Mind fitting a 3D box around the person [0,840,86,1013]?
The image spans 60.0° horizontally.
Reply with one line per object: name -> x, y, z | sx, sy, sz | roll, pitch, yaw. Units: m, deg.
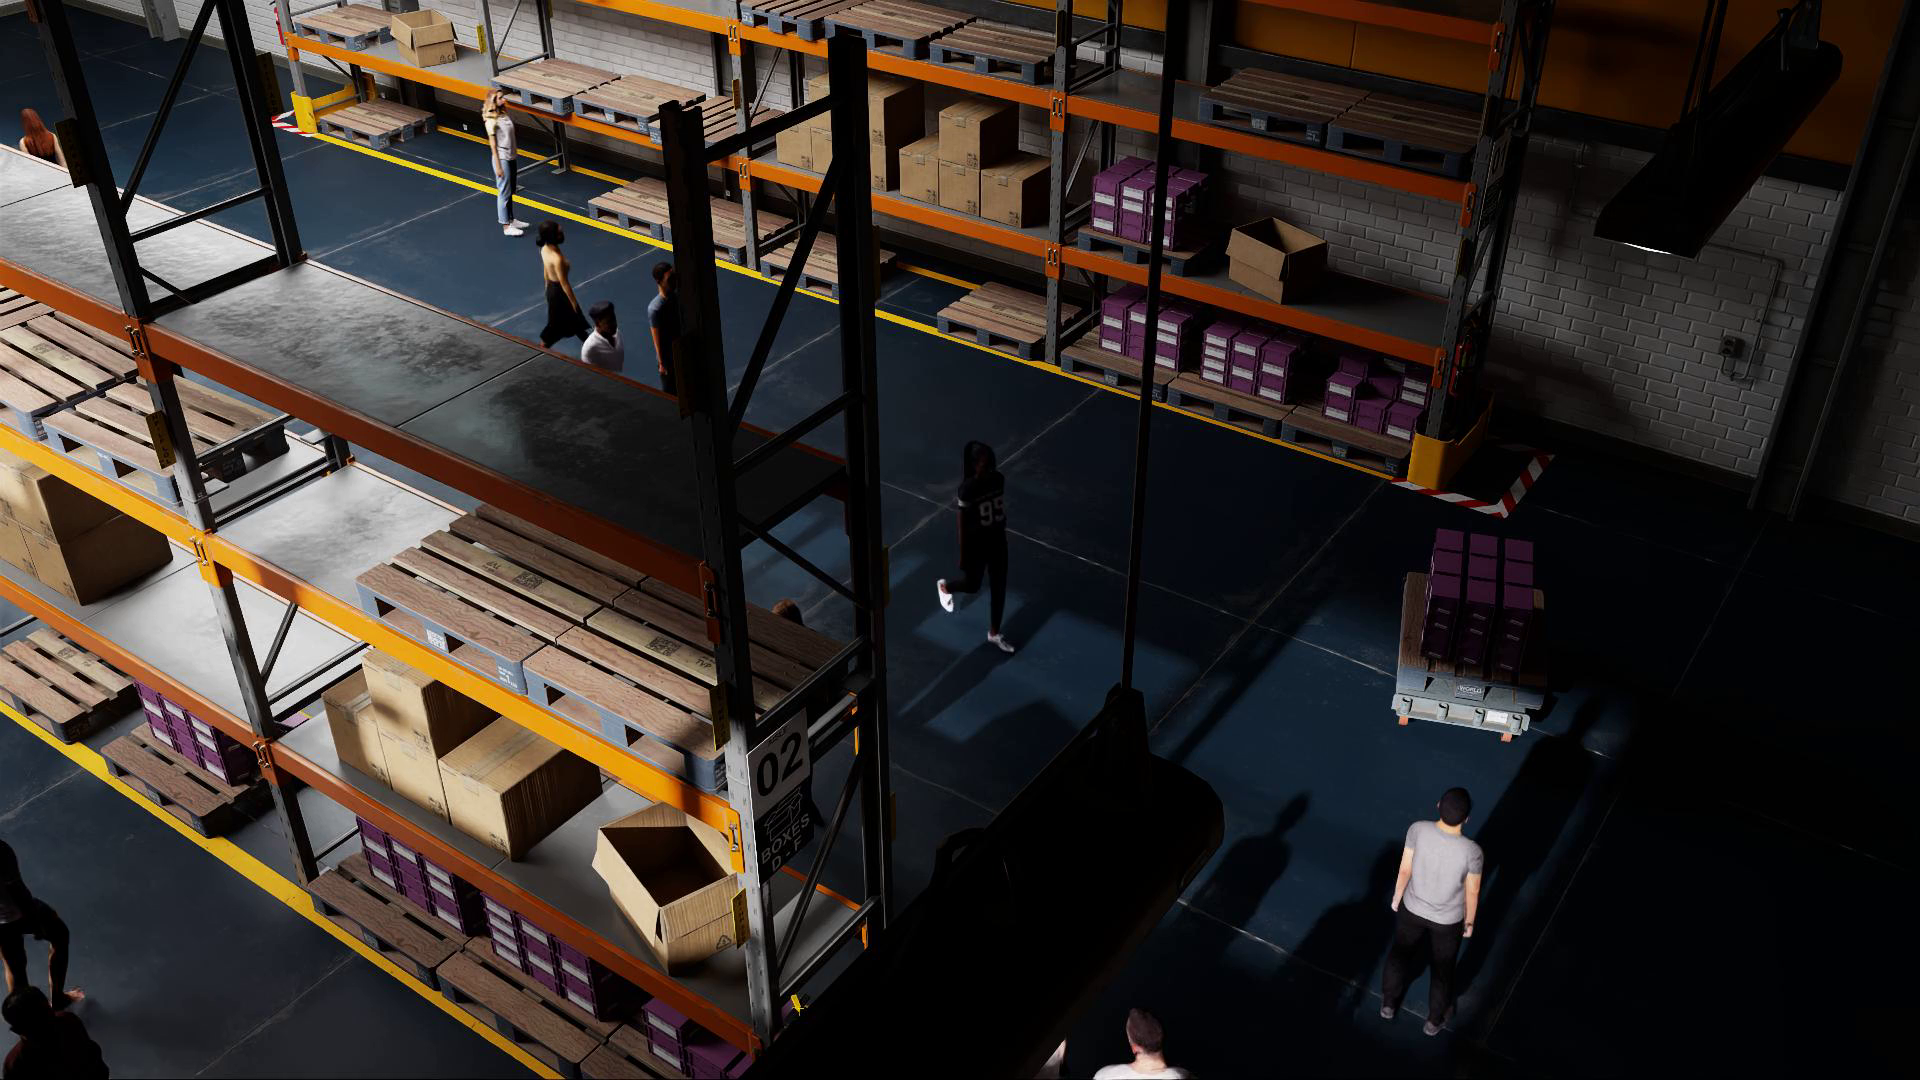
person -> -5.429, 2.181, 9.395 | 0.675, 1.720, 0.770 | 5, 34, 7

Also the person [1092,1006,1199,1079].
person -> 0.852, 3.034, 8.038 | 0.850, 1.801, 0.987 | 7, 34, 11

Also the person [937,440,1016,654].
person -> 0.123, 0.017, 12.662 | 0.792, 1.708, 1.112 | -26, 41, -33

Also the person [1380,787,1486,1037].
person -> 2.698, 2.099, 9.488 | 0.478, 1.754, 0.691 | 18, 38, 25

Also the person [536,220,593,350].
person -> -3.985, -2.296, 16.235 | 0.989, 1.604, 1.055 | -14, 36, -20

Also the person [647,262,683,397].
person -> -2.616, -1.684, 15.129 | 0.617, 1.810, 0.693 | 13, 36, 19

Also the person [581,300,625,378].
person -> -3.138, -1.250, 14.515 | 1.156, 1.766, 0.734 | 16, 37, 23

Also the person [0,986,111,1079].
person -> -4.450, 2.867, 8.311 | 0.635, 1.778, 0.702 | 9, 35, 13

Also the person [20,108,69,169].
person -> -10.223, -4.010, 18.704 | 0.620, 1.726, 0.574 | -26, 41, -33

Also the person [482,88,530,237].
person -> -5.287, -4.389, 19.278 | 0.702, 1.722, 0.705 | 3, 34, 4

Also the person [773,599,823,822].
person -> -1.084, 1.148, 10.839 | 0.686, 1.843, 0.663 | -20, 39, -28
